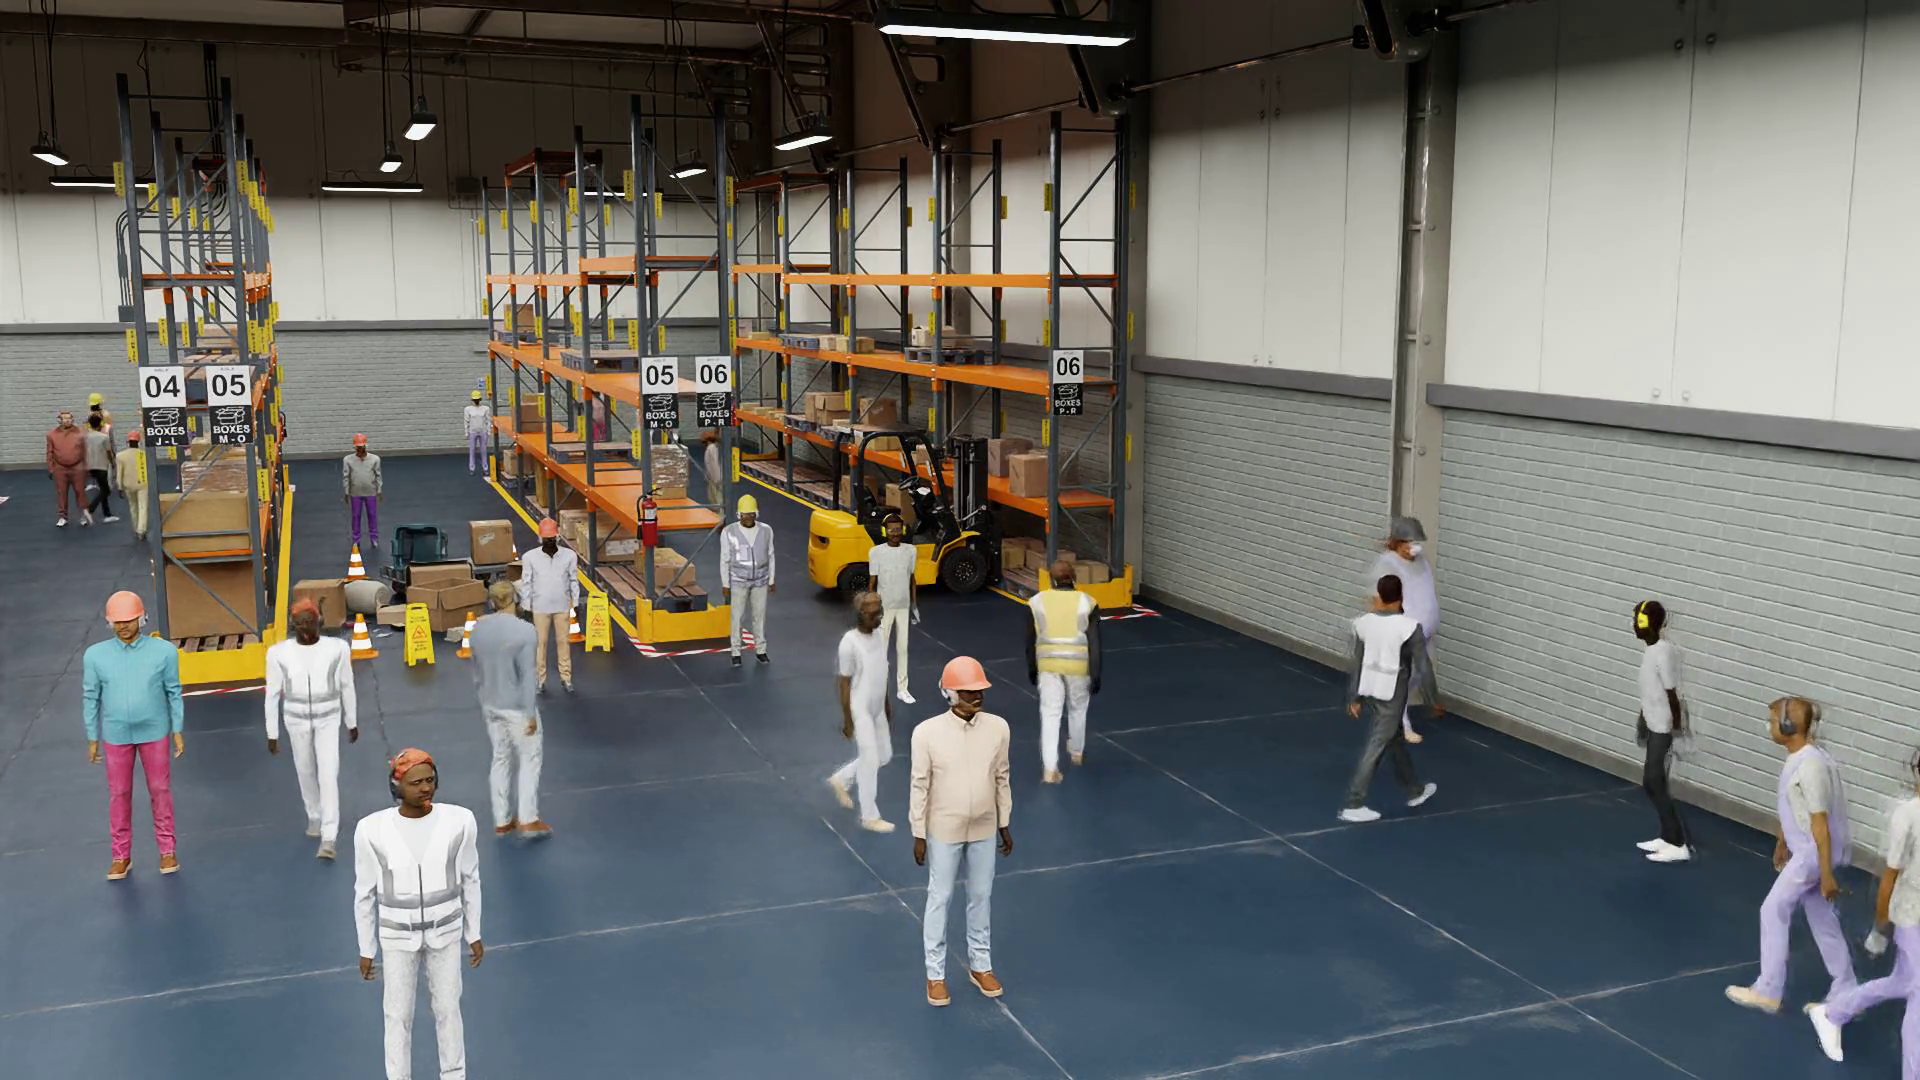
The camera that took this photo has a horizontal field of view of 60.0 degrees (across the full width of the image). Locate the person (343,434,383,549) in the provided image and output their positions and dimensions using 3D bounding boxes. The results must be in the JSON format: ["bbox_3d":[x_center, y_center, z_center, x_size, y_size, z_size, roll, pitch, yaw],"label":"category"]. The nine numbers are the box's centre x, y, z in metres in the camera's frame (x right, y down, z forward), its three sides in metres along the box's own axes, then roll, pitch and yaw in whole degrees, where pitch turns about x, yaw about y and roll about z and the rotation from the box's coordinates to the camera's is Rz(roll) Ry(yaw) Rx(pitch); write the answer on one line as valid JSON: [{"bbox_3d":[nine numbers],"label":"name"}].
[{"bbox_3d":[-9.032,-0.734,25.164,0.572,1.750,0.330,-4,10,-22],"label":"person"}]

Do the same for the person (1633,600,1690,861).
[{"bbox_3d":[4.967,1.345,11.838,0.464,1.829,0.555,3,9,16],"label":"person"}]

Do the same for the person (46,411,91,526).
[{"bbox_3d":[-14.727,-1.182,27.491,0.651,1.912,0.409,-4,10,-22],"label":"person"}]

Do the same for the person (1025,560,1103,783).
[{"bbox_3d":[0.857,1.068,13.719,0.654,1.784,0.984,1,9,8],"label":"person"}]

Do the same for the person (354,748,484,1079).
[{"bbox_3d":[-2.602,1.924,8.026,0.584,1.883,0.345,-4,10,-22],"label":"person"}]

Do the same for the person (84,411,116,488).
[{"bbox_3d":[-16.178,-1.627,31.280,0.533,1.590,0.887,-4,10,-25],"label":"person"}]

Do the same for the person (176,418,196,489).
[{"bbox_3d":[-15.035,-1.799,32.245,0.507,1.632,0.275,-4,10,-22],"label":"person"}]

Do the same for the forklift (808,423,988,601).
[{"bbox_3d":[-0.830,-0.399,21.676,2.313,2.155,1.214,-4,10,-21],"label":"forklift"}]

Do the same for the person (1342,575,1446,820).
[{"bbox_3d":[3.311,1.197,12.735,1.020,1.842,0.624,-5,10,-27],"label":"person"}]

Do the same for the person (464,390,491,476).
[{"bbox_3d":[-9.983,-2.214,34.443,0.533,1.768,0.310,-4,10,-22],"label":"person"}]

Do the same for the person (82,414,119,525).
[{"bbox_3d":[-14.366,-1.166,27.658,0.519,1.834,0.737,3,9,18],"label":"person"}]

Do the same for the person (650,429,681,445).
[{"bbox_3d":[-4.764,-1.090,26.658,0.636,2.004,0.958,0,9,-1],"label":"person"}]

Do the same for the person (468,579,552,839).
[{"bbox_3d":[-3.344,1.242,12.279,0.667,1.897,0.472,4,10,25],"label":"person"}]

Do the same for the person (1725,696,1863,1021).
[{"bbox_3d":[4.674,1.770,9.249,0.809,1.795,0.529,5,10,29],"label":"person"}]

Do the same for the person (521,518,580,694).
[{"bbox_3d":[-4.049,0.645,16.485,0.572,1.750,0.330,-4,10,-22],"label":"person"}]

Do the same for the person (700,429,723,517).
[{"bbox_3d":[-4.068,-1.010,27.396,0.358,1.596,0.656,-3,9,-17],"label":"person"}]

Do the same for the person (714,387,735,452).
[{"bbox_3d":[-5.564,-3.079,39.020,0.614,2.042,0.373,-4,10,-22],"label":"person"}]

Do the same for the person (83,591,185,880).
[{"bbox_3d":[-5.668,1.328,11.432,0.622,1.993,0.382,-4,10,-22],"label":"person"}]

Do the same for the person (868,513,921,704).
[{"bbox_3d":[-0.631,0.663,16.008,0.531,1.870,0.316,-4,10,-22],"label":"person"}]

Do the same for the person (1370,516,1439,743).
[{"bbox_3d":[3.956,0.770,14.800,0.690,2.000,0.605,-7,12,-39],"label":"person"}]

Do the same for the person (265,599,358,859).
[{"bbox_3d":[-4.666,1.327,11.970,0.603,1.827,1.006,-3,9,-16],"label":"person"}]

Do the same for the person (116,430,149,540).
[{"bbox_3d":[-12.919,-0.866,26.122,0.575,1.717,0.866,-3,10,-21],"label":"person"}]

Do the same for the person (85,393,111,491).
[{"bbox_3d":[-16.556,-1.862,31.848,0.639,1.884,0.651,4,10,23],"label":"person"}]

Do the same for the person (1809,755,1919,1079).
[{"bbox_3d":[4.744,1.893,8.409,0.515,1.841,0.821,-7,12,-38],"label":"person"}]

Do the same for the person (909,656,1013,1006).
[{"bbox_3d":[0.013,1.637,9.474,0.622,1.996,0.368,-4,10,-22],"label":"person"}]

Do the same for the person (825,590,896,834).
[{"bbox_3d":[-0.744,1.258,12.405,0.589,1.825,0.524,5,10,30],"label":"person"}]

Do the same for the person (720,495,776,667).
[{"bbox_3d":[-2.235,0.427,17.612,0.600,1.831,0.404,-4,10,-22],"label":"person"}]
